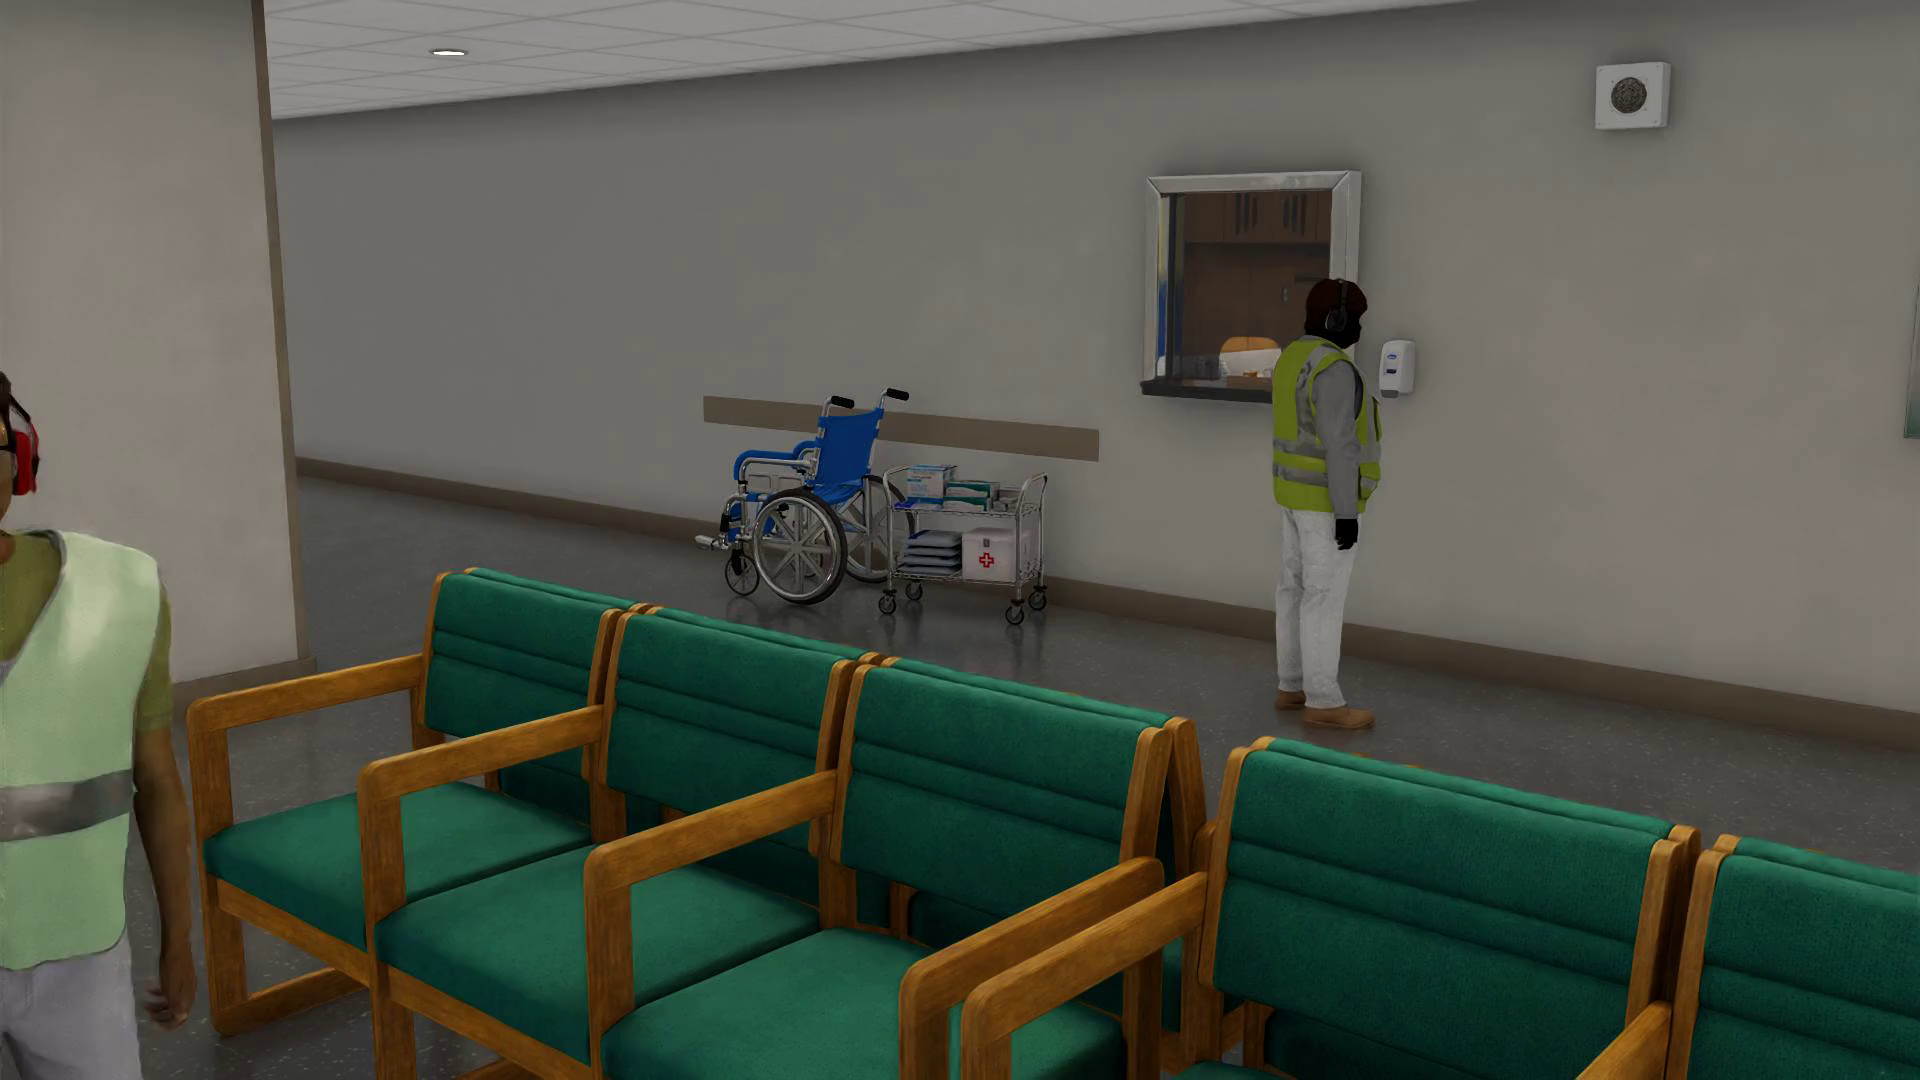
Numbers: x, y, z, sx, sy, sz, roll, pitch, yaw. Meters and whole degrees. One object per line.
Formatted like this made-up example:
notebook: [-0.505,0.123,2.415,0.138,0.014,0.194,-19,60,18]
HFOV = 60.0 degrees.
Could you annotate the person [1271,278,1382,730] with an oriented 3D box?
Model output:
person: [1.505,-0.149,6.852,0.429,1.839,0.623,-2,10,-9]

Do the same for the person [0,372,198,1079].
person: [-1.473,0.618,2.518,0.567,1.827,0.697,-8,13,-39]
